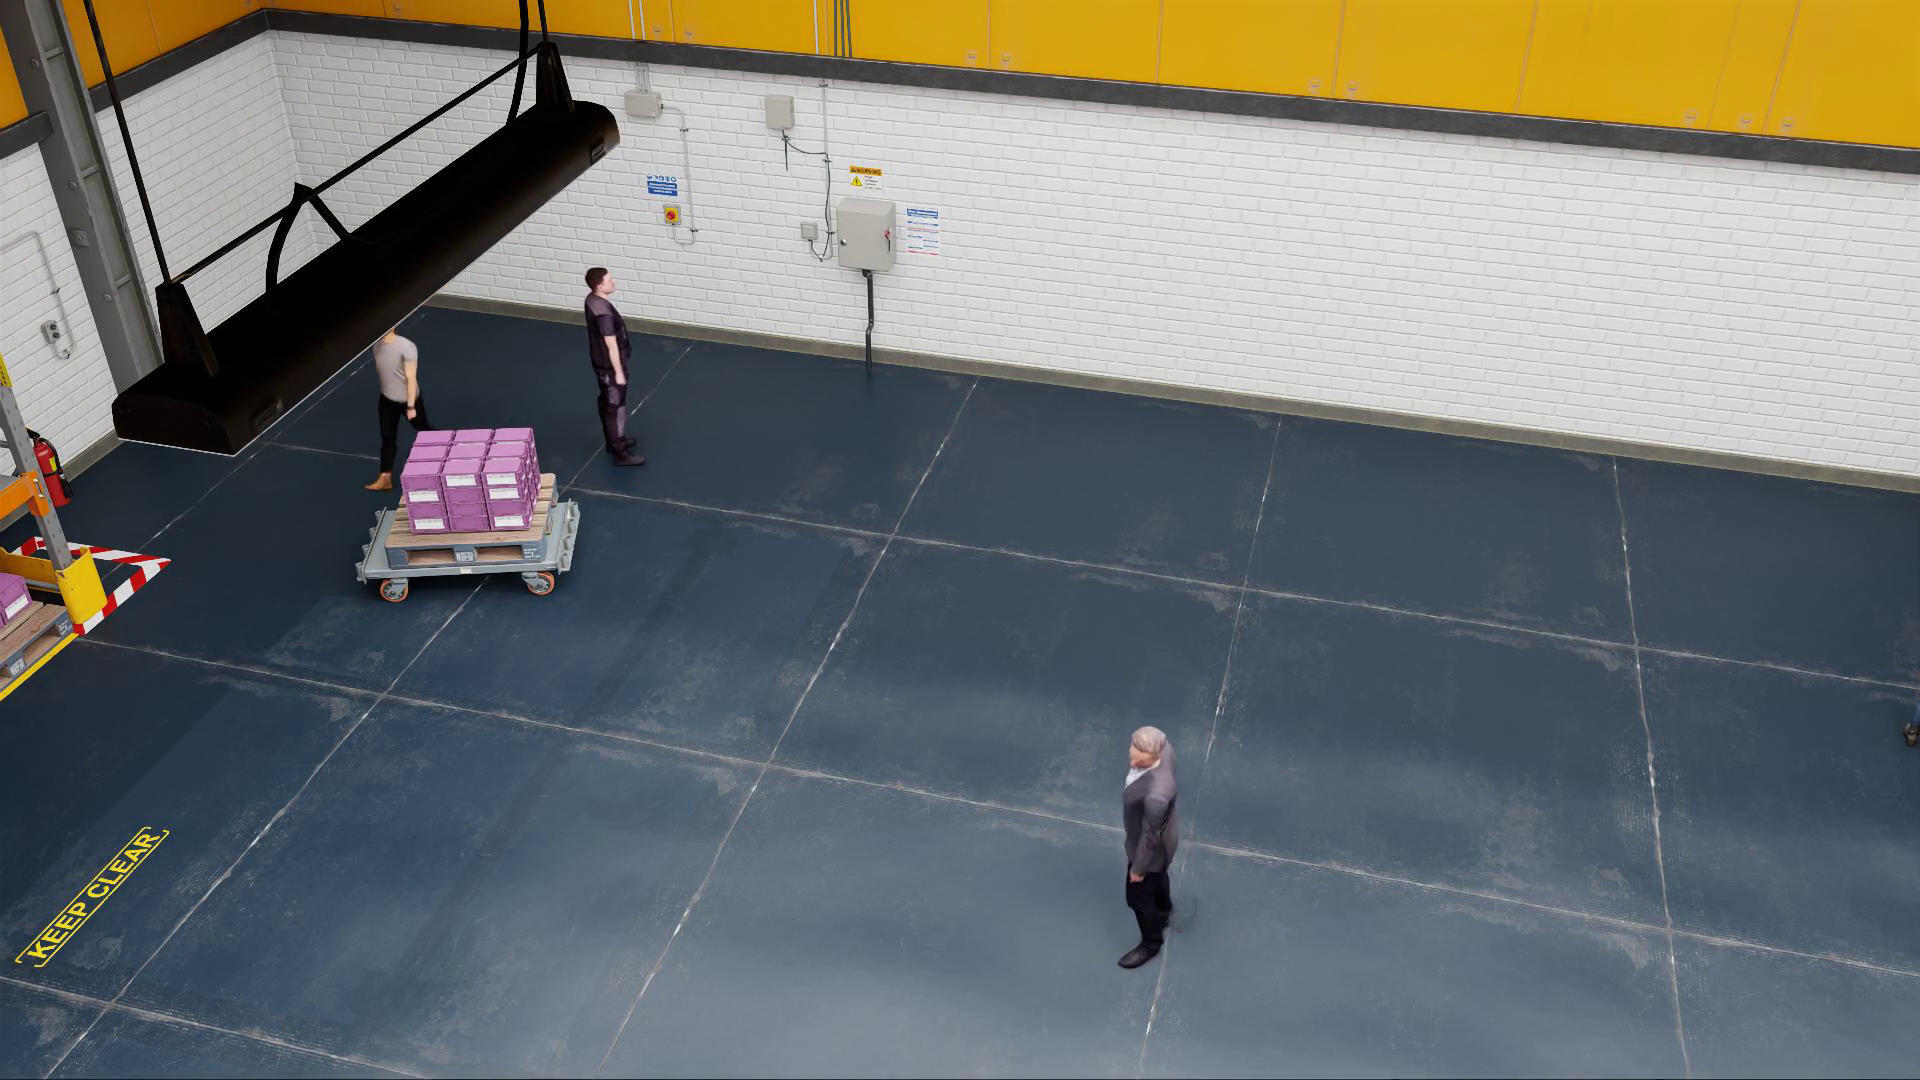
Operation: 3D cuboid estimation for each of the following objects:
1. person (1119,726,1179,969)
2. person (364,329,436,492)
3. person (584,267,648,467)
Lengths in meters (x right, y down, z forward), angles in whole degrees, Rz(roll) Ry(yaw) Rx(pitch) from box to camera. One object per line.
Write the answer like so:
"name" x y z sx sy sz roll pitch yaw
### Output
"person" 1.145 1.716 9.743 0.993 1.805 0.570 11 35 16
"person" -4.753 -1.273 14.344 0.745 1.689 1.108 15 36 21
"person" -3.083 -1.543 14.610 0.861 1.845 0.753 -12 35 -17
